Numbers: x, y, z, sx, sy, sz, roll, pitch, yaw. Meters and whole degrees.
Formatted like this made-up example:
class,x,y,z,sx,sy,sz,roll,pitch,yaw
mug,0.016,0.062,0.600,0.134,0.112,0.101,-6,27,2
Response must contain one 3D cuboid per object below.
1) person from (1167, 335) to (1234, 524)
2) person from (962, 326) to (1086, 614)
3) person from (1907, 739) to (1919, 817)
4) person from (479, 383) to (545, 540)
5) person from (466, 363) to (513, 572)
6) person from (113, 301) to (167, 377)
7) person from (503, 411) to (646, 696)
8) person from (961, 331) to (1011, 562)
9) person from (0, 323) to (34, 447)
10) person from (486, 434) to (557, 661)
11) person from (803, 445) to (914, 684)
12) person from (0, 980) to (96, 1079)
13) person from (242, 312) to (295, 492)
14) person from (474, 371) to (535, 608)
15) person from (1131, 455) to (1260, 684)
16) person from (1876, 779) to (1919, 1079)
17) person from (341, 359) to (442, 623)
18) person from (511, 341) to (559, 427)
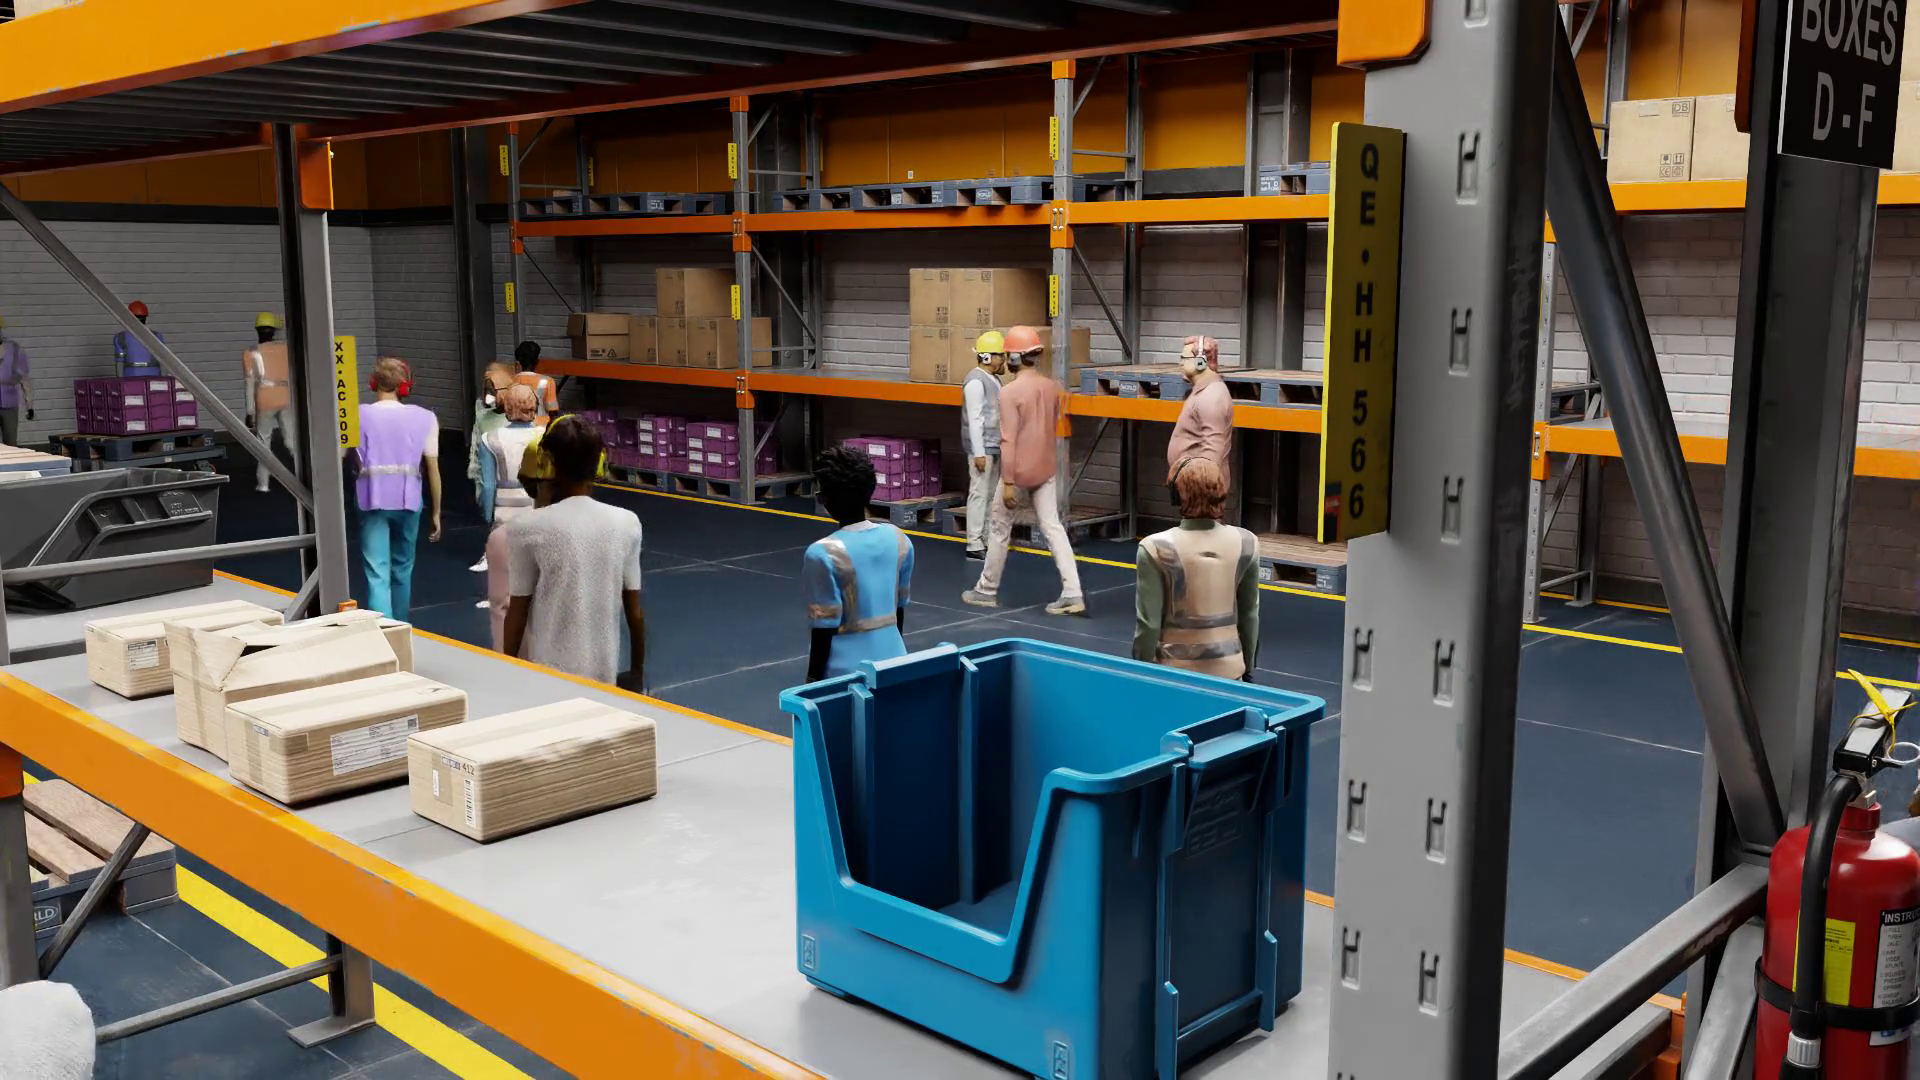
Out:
class,x,y,z,sx,sy,sz,roll,pitch,yaw
person,1.496,-0.322,10.402,0.403,1.906,0.651,1,9,6
person,0.459,-0.460,11.184,1.020,1.952,0.632,9,13,44
person,2.968,0.642,4.583,0.554,1.880,0.975,-5,10,-27
person,-2.592,-0.113,9.931,0.524,1.639,0.306,-3,10,-18
person,-3.542,-0.594,13.004,0.494,1.600,0.834,6,11,34
person,-9.685,-1.854,19.699,0.552,1.935,0.374,-4,10,-23
person,-1.263,0.494,5.593,0.833,1.848,0.519,9,13,43
person,0.220,-0.739,13.221,0.403,1.827,0.595,3,10,17
person,-9.986,-1.428,17.284,0.635,1.888,0.581,-8,13,-42
person,-1.528,0.453,6.241,0.895,1.709,0.542,8,12,42
person,-0.376,0.504,5.985,0.321,1.692,0.530,7,12,36
person,-1.127,1.120,1.843,0.968,1.825,0.518,7,11,36
person,-7.007,-1.388,17.054,0.931,1.879,0.635,9,13,43
person,-3.078,-0.326,11.269,0.524,1.631,0.271,4,10,25
person,0.866,0.509,6.121,0.522,1.638,0.311,-4,10,-21
person,1.855,1.023,3.089,0.496,1.598,0.814,2,9,11
person,-3.409,-0.160,9.781,0.705,1.783,0.930,-5,10,-27
person,-3.742,-0.889,14.527,0.532,1.693,0.319,1,9,6
